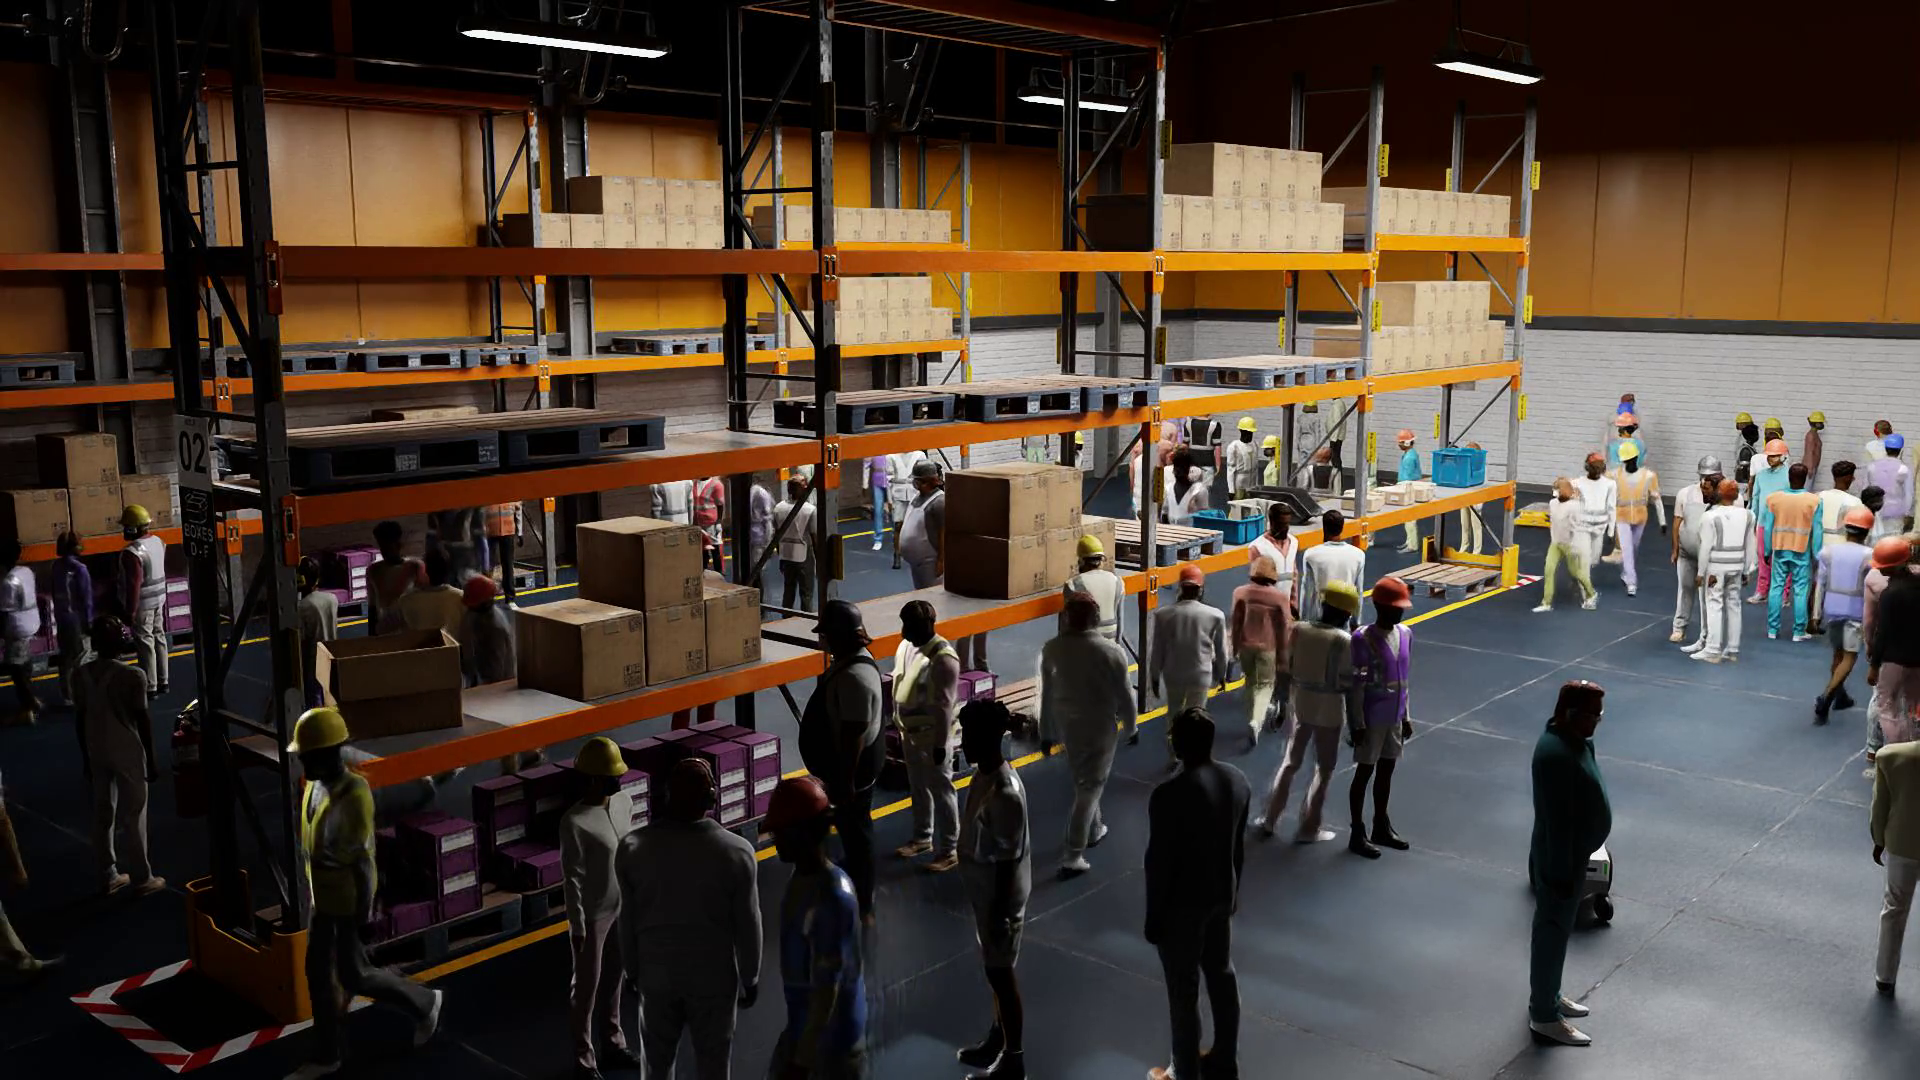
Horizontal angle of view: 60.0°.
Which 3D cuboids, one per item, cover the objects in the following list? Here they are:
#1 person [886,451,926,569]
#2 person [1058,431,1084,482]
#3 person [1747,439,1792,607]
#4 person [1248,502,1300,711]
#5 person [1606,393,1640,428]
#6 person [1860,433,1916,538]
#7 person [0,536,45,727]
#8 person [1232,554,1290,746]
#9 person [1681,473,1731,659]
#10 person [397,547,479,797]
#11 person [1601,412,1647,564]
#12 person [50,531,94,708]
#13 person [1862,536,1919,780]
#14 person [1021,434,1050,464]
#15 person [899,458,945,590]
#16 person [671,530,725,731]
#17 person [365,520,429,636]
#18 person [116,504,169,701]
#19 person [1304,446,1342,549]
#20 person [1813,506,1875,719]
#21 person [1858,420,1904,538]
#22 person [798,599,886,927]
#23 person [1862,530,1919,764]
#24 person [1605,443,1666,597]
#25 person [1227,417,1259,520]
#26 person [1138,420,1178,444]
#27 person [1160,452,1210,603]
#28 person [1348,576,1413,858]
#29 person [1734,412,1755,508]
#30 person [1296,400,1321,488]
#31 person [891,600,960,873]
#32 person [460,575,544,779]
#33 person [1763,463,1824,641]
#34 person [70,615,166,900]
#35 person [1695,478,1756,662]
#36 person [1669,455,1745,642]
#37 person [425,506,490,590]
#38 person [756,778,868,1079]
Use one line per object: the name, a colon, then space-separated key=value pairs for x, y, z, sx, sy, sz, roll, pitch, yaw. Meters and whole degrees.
person: x=-0.703 y=-0.566 z=22.014 sx=0.541 sy=1.931 sz=0.380 roll=-1 pitch=10 yaw=-3
person: x=1.552 y=-0.666 z=23.210 sx=0.482 sy=1.729 sz=0.375 roll=-9 pitch=13 yaw=-43
person: x=9.622 y=-0.202 z=19.673 sx=0.396 sy=1.989 sz=0.619 roll=-5 pitch=11 yaw=-26
person: x=2.837 y=0.596 z=15.140 sx=0.600 sy=1.907 sz=0.384 roll=-8 pitch=12 yaw=-38
person: x=10.960 y=-1.462 z=27.409 sx=0.402 sy=1.911 sz=0.638 roll=-5 pitch=11 yaw=-27
person: x=11.613 y=-0.376 z=20.859 sx=0.574 sy=1.931 sz=0.612 roll=-8 pitch=12 yaw=-39
person: x=-8.275 y=0.799 z=14.560 sx=0.379 sy=1.679 sz=0.556 roll=-2 pitch=10 yaw=-9
person: x=2.502 y=0.932 z=14.028 sx=0.505 sy=1.604 sz=0.653 roll=5 pitch=11 yaw=26
person: x=7.717 y=0.267 z=17.059 sx=0.392 sy=1.919 sz=0.592 roll=1 pitch=10 yaw=9
person: x=-4.026 y=0.999 z=12.807 sx=0.606 sy=1.884 sz=0.920 roll=-1 pitch=10 yaw=-6
person: x=8.939 y=-0.697 z=22.434 sx=0.605 sy=2.045 sz=0.377 roll=-5 pitch=11 yaw=-28
person: x=-8.050 y=0.733 z=15.114 sx=0.514 sy=1.636 sz=0.315 roll=6 pitch=11 yaw=31
person: x=7.428 y=0.925 z=13.070 sx=0.794 sy=1.946 sz=0.439 roll=-6 pitch=11 yaw=-31
person: x=1.277 y=-1.569 z=28.157 sx=0.512 sy=1.873 sz=0.328 roll=-2 pitch=10 yaw=-11
person: x=-0.369 y=0.152 z=17.378 sx=0.536 sy=2.000 sz=0.683 roll=-5 pitch=11 yaw=-26
person: x=-2.067 y=0.893 z=13.084 sx=0.376 sy=1.997 sz=0.612 roll=8 pitch=13 yaw=41
person: x=-4.643 y=0.790 z=13.831 sx=0.644 sy=1.947 sz=0.441 roll=3 pitch=10 yaw=16
person: x=-7.602 y=0.576 z=15.457 sx=0.404 sy=1.837 sz=0.590 roll=0 pitch=10 yaw=-1
person: x=4.865 y=-0.457 z=22.308 sx=0.520 sy=1.606 sz=0.743 roll=4 pitch=10 yaw=24
person: x=7.896 y=0.646 z=14.839 sx=0.878 sy=1.903 sz=0.553 roll=-8 pitch=12 yaw=-39
person: x=13.013 y=-0.775 z=23.515 sx=0.563 sy=1.837 sz=0.389 roll=-1 pitch=10 yaw=-5
person: x=-0.726 y=1.347 z=10.245 sx=0.536 sy=2.000 sz=0.684 roll=-1 pitch=10 yaw=-6
person: x=7.575 y=0.877 z=13.356 sx=0.372 sy=1.940 sz=0.632 roll=-9 pitch=13 yaw=-43
person: x=8.296 y=-0.270 z=20.471 sx=0.698 sy=1.862 sz=1.029 roll=3 pitch=10 yaw=17
person: x=3.965 y=-0.764 z=23.230 sx=0.581 sy=1.919 sz=0.401 roll=-8 pitch=12 yaw=-39
person: x=3.063 y=-1.153 z=25.580 sx=0.642 sy=1.905 sz=0.399 roll=5 pitch=11 yaw=27
person: x=2.608 y=-0.066 z=19.042 sx=0.604 sy=1.930 sz=0.933 roll=9 pitch=13 yaw=41
person: x=2.906 y=1.200 z=11.428 sx=0.544 sy=1.939 sz=0.353 roll=-6 pitch=11 yaw=-33
person: x=12.179 y=-1.124 z=25.915 sx=0.322 sy=1.737 sz=0.485 roll=1 pitch=10 yaw=7
person: x=6.053 y=-1.617 z=28.822 sx=0.309 sy=1.744 sz=0.485 roll=-8 pitch=12 yaw=-38
person: x=-0.244 y=1.300 z=11.173 sx=0.432 sy=1.835 sz=0.626 roll=-6 pitch=11 yaw=-34
person: x=-3.543 y=1.079 z=12.831 sx=0.614 sy=1.705 sz=0.608 roll=-4 pitch=10 yaw=-25
person: x=8.943 y=0.130 z=17.882 sx=0.588 sy=1.917 sz=0.390 roll=8 pitch=13 yaw=40
person: x=-5.371 y=1.388 z=10.609 sx=0.505 sy=1.839 sz=0.348 roll=1 pitch=10 yaw=8
person: x=7.769 y=0.307 z=16.914 sx=0.584 sy=1.883 sz=0.337 roll=-1 pitch=10 yaw=-9
person: x=7.893 y=0.108 z=17.641 sx=0.689 sy=2.000 sz=0.539 roll=6 pitch=11 yaw=32
person: x=-5.091 y=0.274 z=16.715 sx=0.633 sy=2.013 sz=0.759 roll=2 pitch=10 yaw=11
person: x=-0.671 y=1.968 z=6.703 sx=0.858 sy=1.985 sz=0.604 roll=-5 pitch=11 yaw=-28
